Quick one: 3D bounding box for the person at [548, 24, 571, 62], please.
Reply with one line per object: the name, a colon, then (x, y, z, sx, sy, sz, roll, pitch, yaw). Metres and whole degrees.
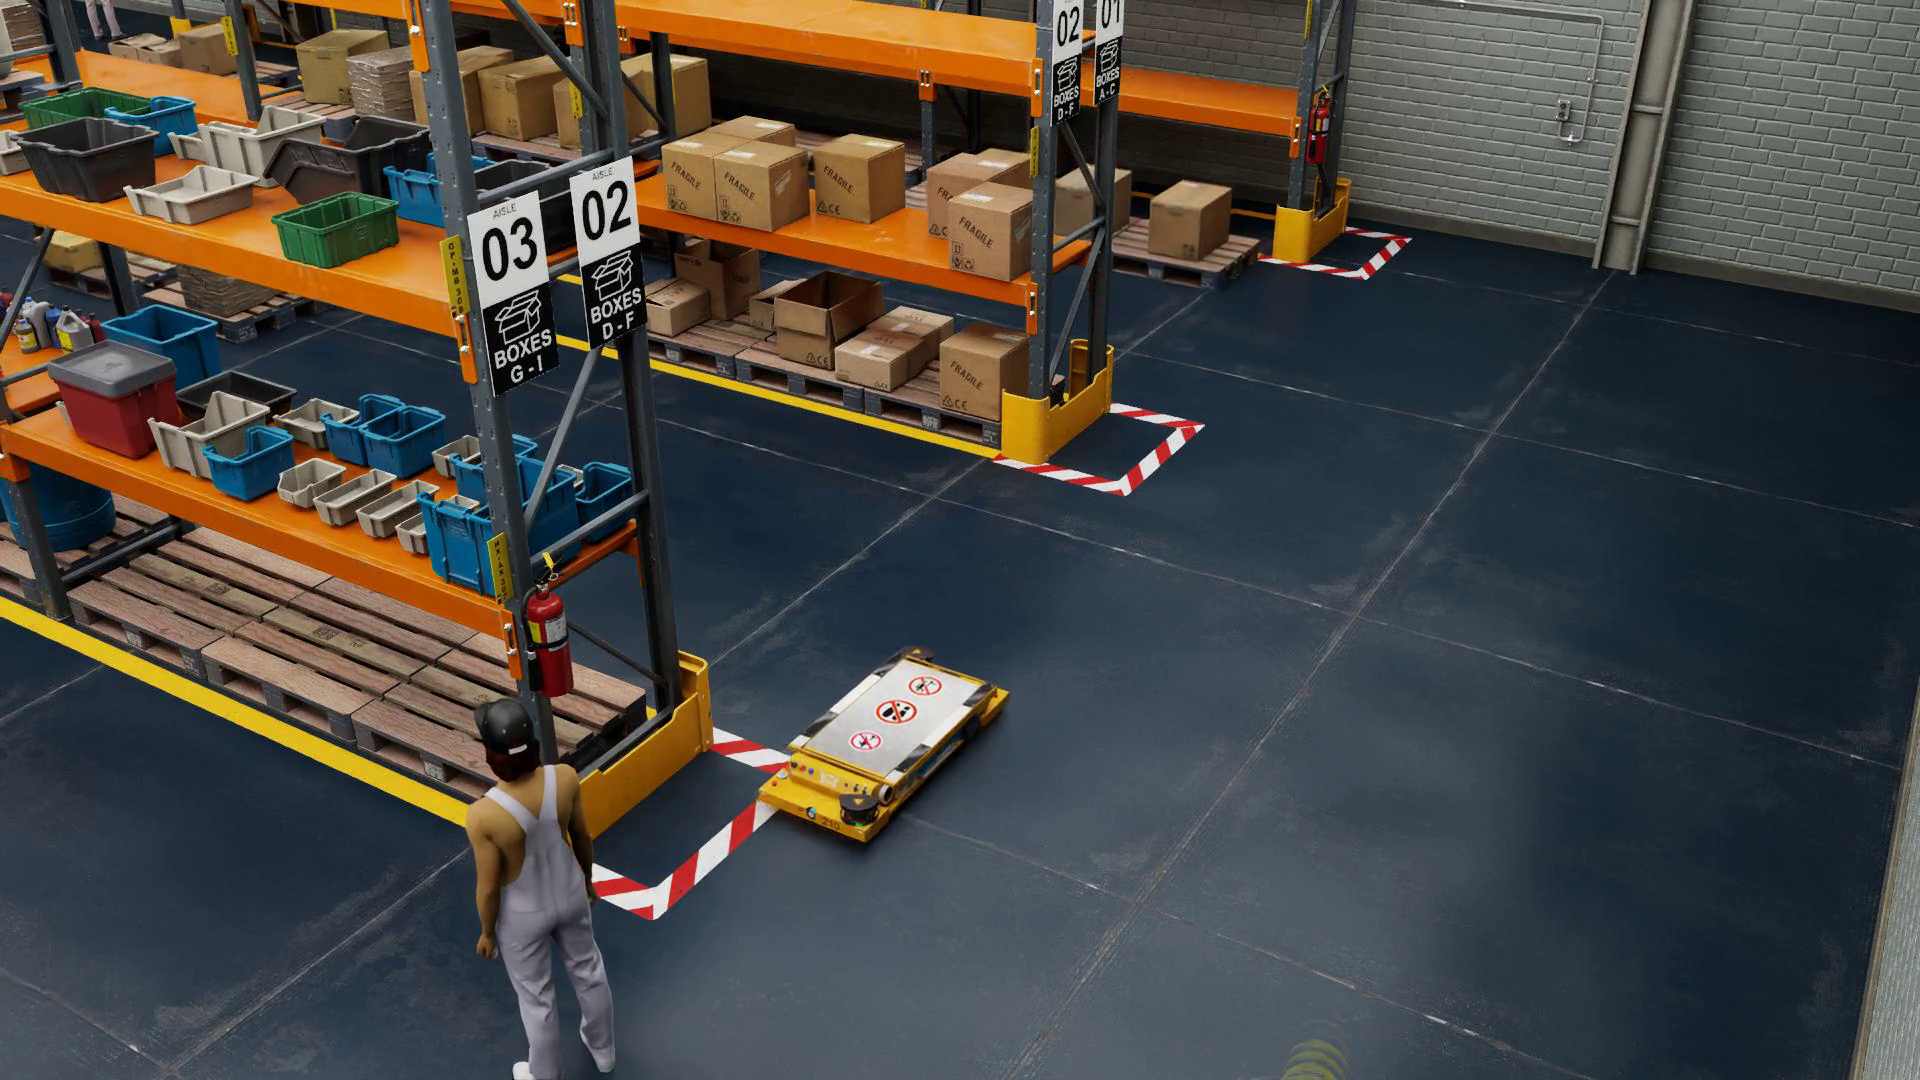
person: (-4.001, -4.486, 17.224, 0.532, 1.690, 0.322, 12, 31, 21)

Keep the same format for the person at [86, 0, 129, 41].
person: (-12.110, -7.909, 23.206, 0.564, 1.846, 0.390, 1, 29, 1)

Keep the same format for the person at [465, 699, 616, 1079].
person: (-1.664, 1.401, 6.482, 0.519, 1.864, 0.384, -23, 37, -35)

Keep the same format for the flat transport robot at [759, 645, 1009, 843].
flat transport robot: (-0.372, 1.038, 8.770, 0.659, 0.231, 1.431, 16, 33, 27)
